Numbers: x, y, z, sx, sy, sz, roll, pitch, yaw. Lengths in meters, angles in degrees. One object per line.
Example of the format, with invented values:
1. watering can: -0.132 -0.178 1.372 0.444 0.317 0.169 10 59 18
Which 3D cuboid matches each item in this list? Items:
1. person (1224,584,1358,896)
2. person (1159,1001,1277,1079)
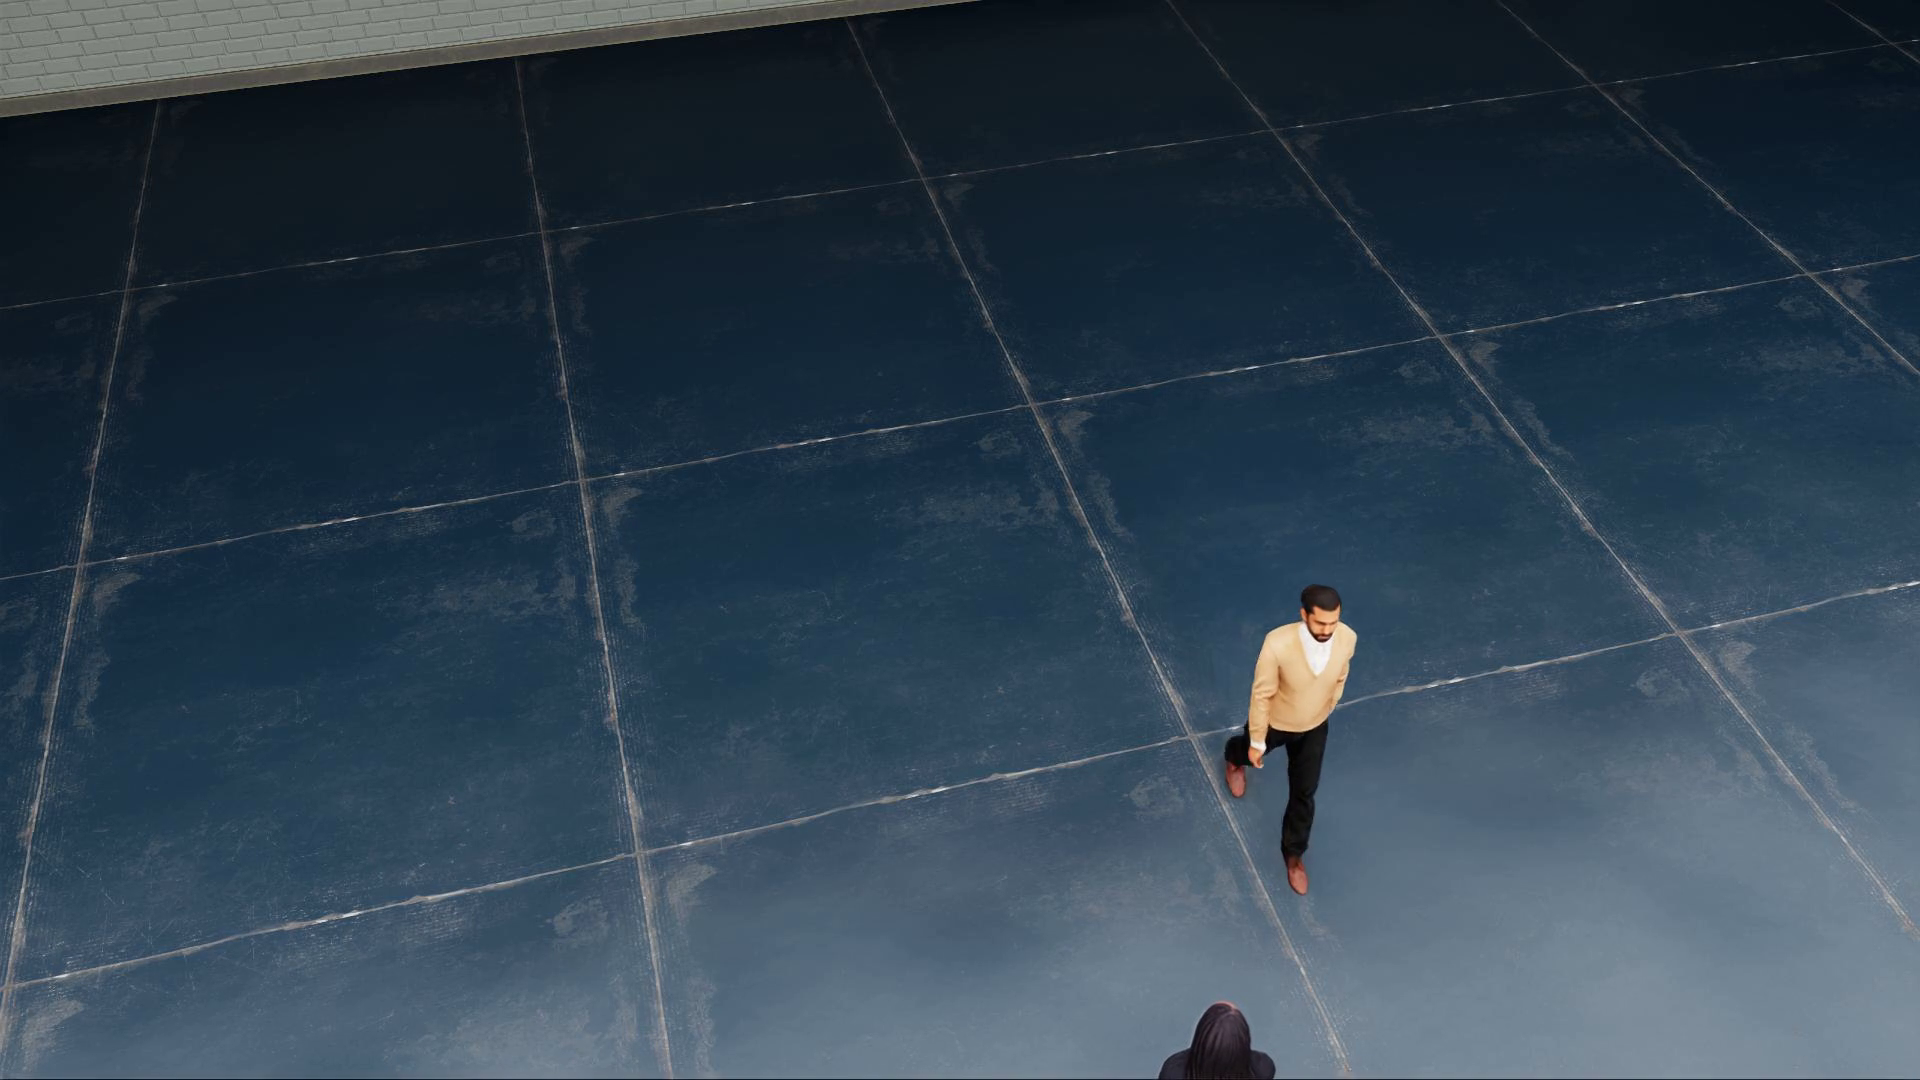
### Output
1. person: 1.558 0.813 8.052 0.749 1.725 1.194 -5 43 -6
2. person: 0.950 2.311 6.445 0.636 1.728 0.626 -5 43 -5
